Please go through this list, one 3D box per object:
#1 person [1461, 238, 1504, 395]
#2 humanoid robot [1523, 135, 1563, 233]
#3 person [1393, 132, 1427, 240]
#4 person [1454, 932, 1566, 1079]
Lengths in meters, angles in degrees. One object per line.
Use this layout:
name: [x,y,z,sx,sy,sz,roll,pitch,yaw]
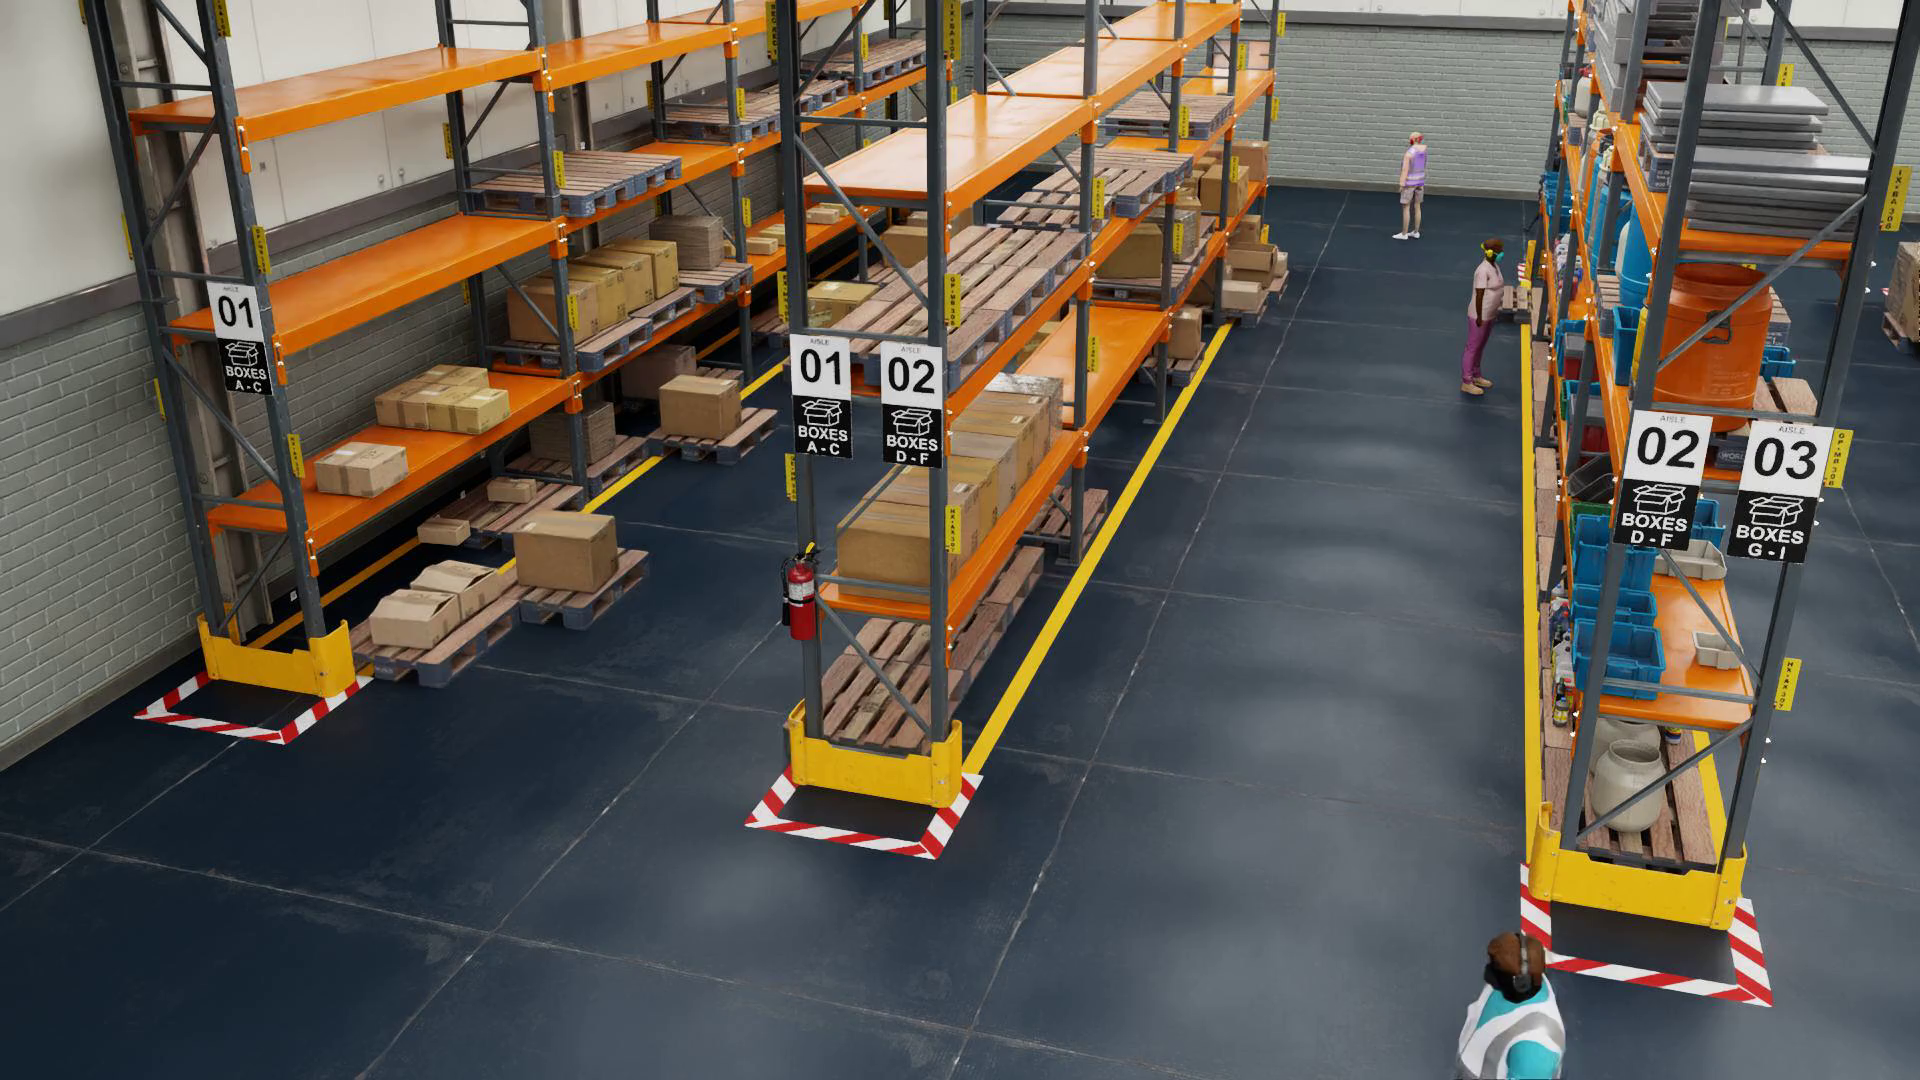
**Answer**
person: [6.075,-2.606,19.283,0.331,1.801,0.515,15,27,31]
humanoid robot: [9.465,-5.666,26.610,0.610,1.618,0.797,-20,30,-38]
person: [7.179,-5.620,26.417,0.489,1.688,0.352,-14,27,-29]
person: [2.367,2.510,7.379,0.494,1.826,0.656,2,23,4]
